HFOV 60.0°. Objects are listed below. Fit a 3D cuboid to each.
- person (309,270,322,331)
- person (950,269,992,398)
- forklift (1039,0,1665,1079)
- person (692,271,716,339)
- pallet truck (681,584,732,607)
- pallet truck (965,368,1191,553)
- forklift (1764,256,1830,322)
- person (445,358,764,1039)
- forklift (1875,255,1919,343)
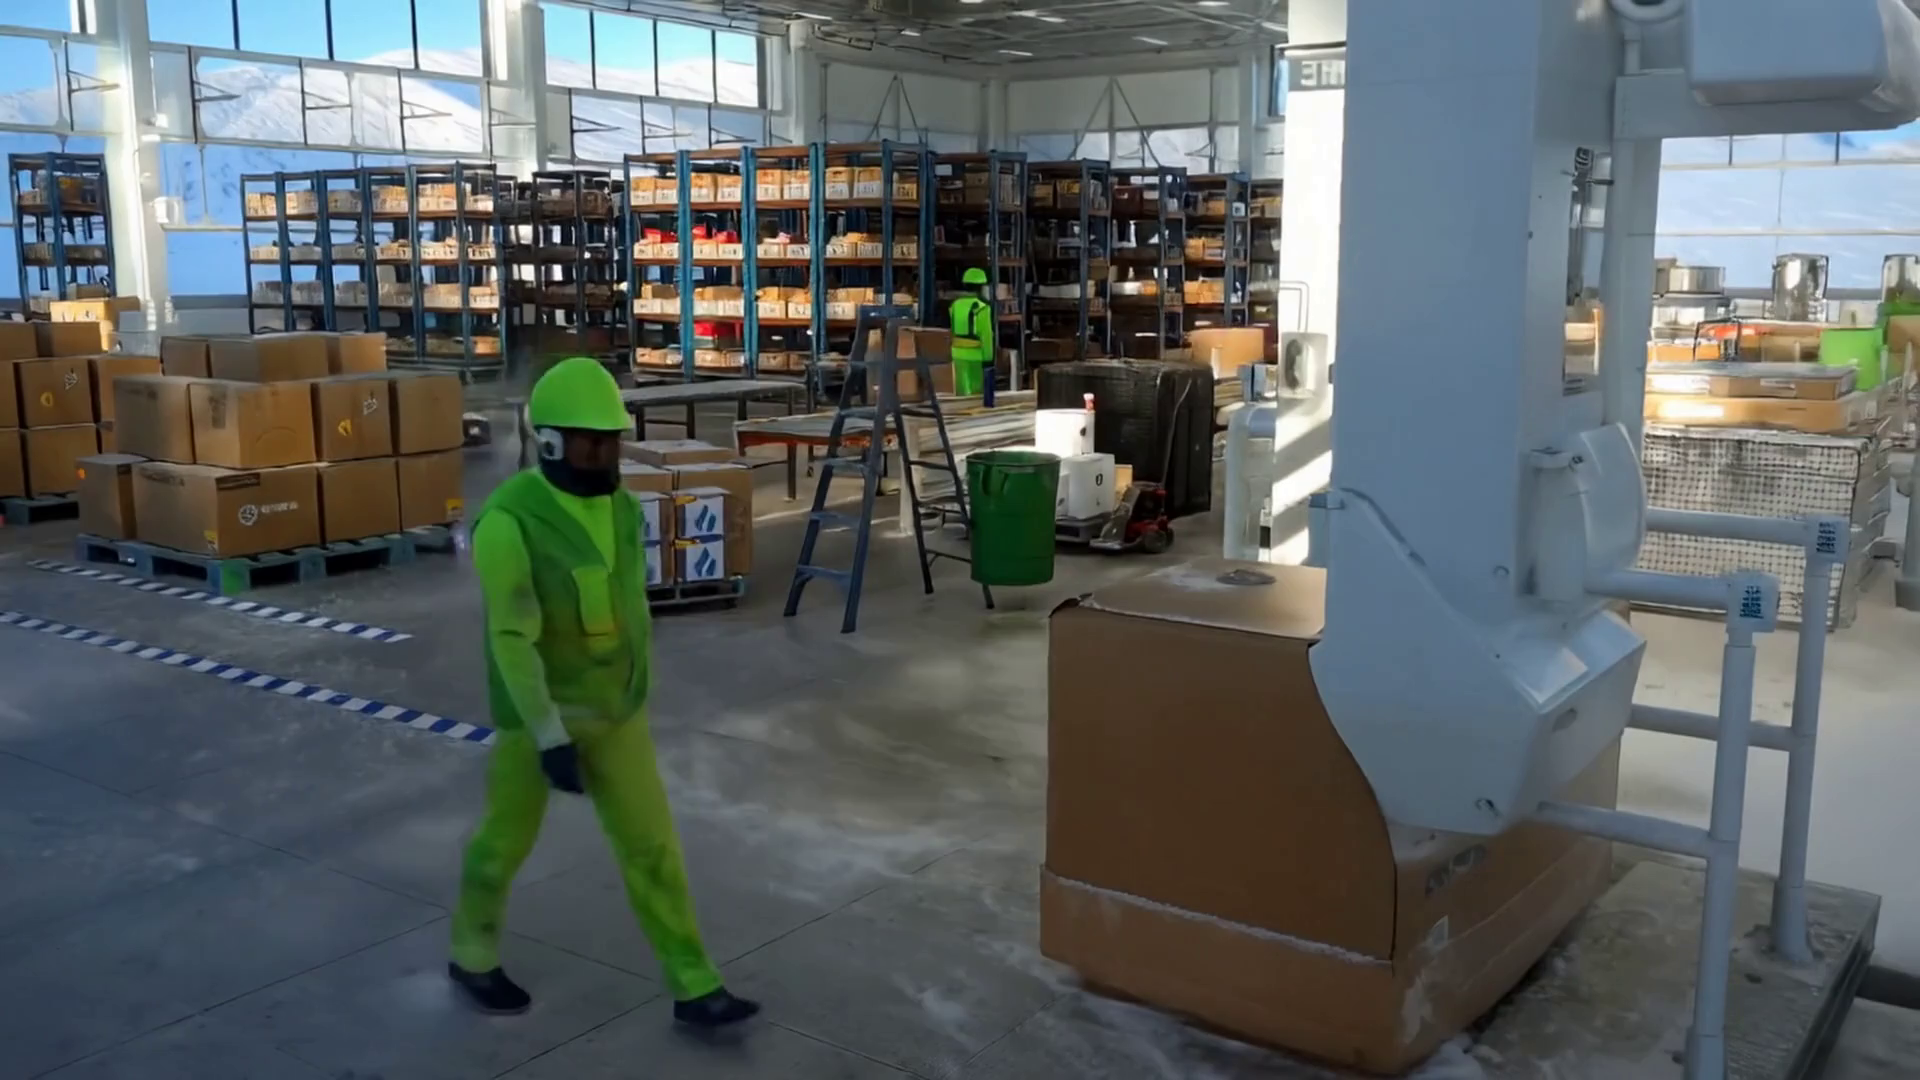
[{"bbox_3d":[-12.109,-4.192,31.581,0.570,1.844,0.377,4,10,21],"label":"person"},{"bbox_3d":[0.136,-2.022,18.401,0.425,1.938,0.603,-8,12,-39],"label":"person"},{"bbox_3d":[1.249,-0.137,4.360,1.873,2.768,1.129,7,12,35],"label":"forklift"},{"bbox_3d":[-4.609,-3.822,29.406,0.590,1.837,0.404,-3,10,-18],"label":"person"},{"bbox_3d":[-1.981,-0.274,10.088,0.680,1.201,1.601,-5,11,-28],"label":"pallet truck"},{"bbox_3d":[0.845,-0.609,11.869,1.630,1.274,0.653,7,12,35],"label":"pallet truck"},{"bbox_3d":[20.253,-5.854,40.139,1.157,1.987,2.680,7,12,35],"label":"forklift"},{"bbox_3d":[-0.996,0.423,4.314,0.973,1.782,0.587,5,11,29],"label":"person"},{"bbox_3d":[22.089,-5.634,38.796,1.157,1.987,2.680,6,11,33],"label":"forklift"}]
